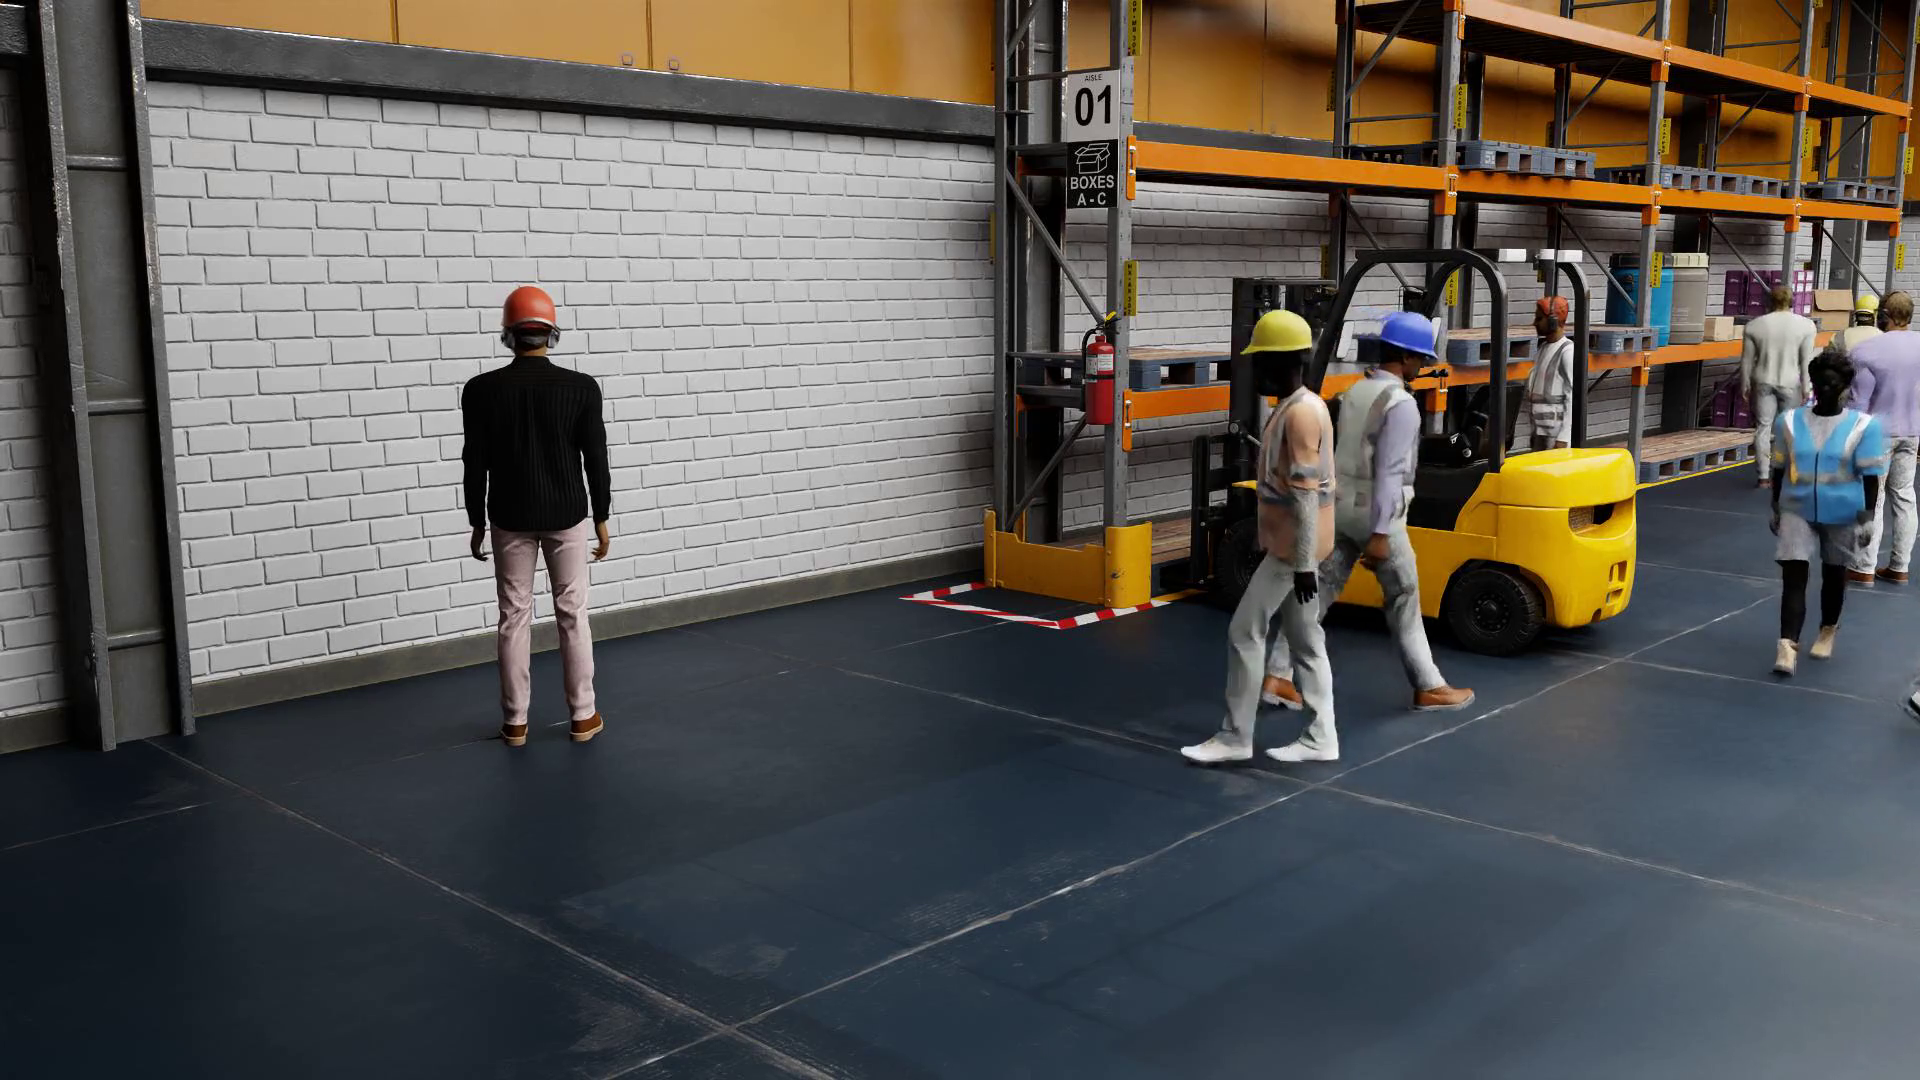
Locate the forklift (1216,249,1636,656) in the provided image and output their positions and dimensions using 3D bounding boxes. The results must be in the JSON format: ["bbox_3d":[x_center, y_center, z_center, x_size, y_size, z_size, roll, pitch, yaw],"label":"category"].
[{"bbox_3d":[2.710,-0.584,9.626,2.313,2.155,1.214,9,13,43],"label":"forklift"}]

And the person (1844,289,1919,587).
[{"bbox_3d":[6.030,-0.655,10.838,0.631,1.940,0.372,-1,9,-9],"label":"person"}]

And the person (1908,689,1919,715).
[{"bbox_3d":[4.676,-0.010,7.136,0.961,1.867,0.655,6,11,31],"label":"person"}]

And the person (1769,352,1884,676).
[{"bbox_3d":[4.429,-0.133,8.551,0.540,1.637,0.891,7,11,35],"label":"person"}]

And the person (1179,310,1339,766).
[{"bbox_3d":[1.239,0.010,6.881,0.788,1.897,0.608,2,9,10],"label":"person"}]

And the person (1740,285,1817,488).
[{"bbox_3d":[7.797,-1.464,15.878,0.644,1.909,0.828,6,11,31],"label":"person"}]

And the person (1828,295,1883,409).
[{"bbox_3d":[8.331,-1.344,15.389,0.591,1.833,0.403,6,11,31],"label":"person"}]

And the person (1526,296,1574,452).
[{"bbox_3d":[4.126,-0.752,11.610,0.358,1.881,0.574,0,9,-1],"label":"person"}]

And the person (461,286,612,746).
[{"bbox_3d":[-1.832,-0.097,7.247,0.622,1.993,0.384,-2,9,-11],"label":"person"}]

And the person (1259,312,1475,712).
[{"bbox_3d":[1.869,-0.107,7.681,1.041,1.884,0.659,-2,10,-13],"label":"person"}]
